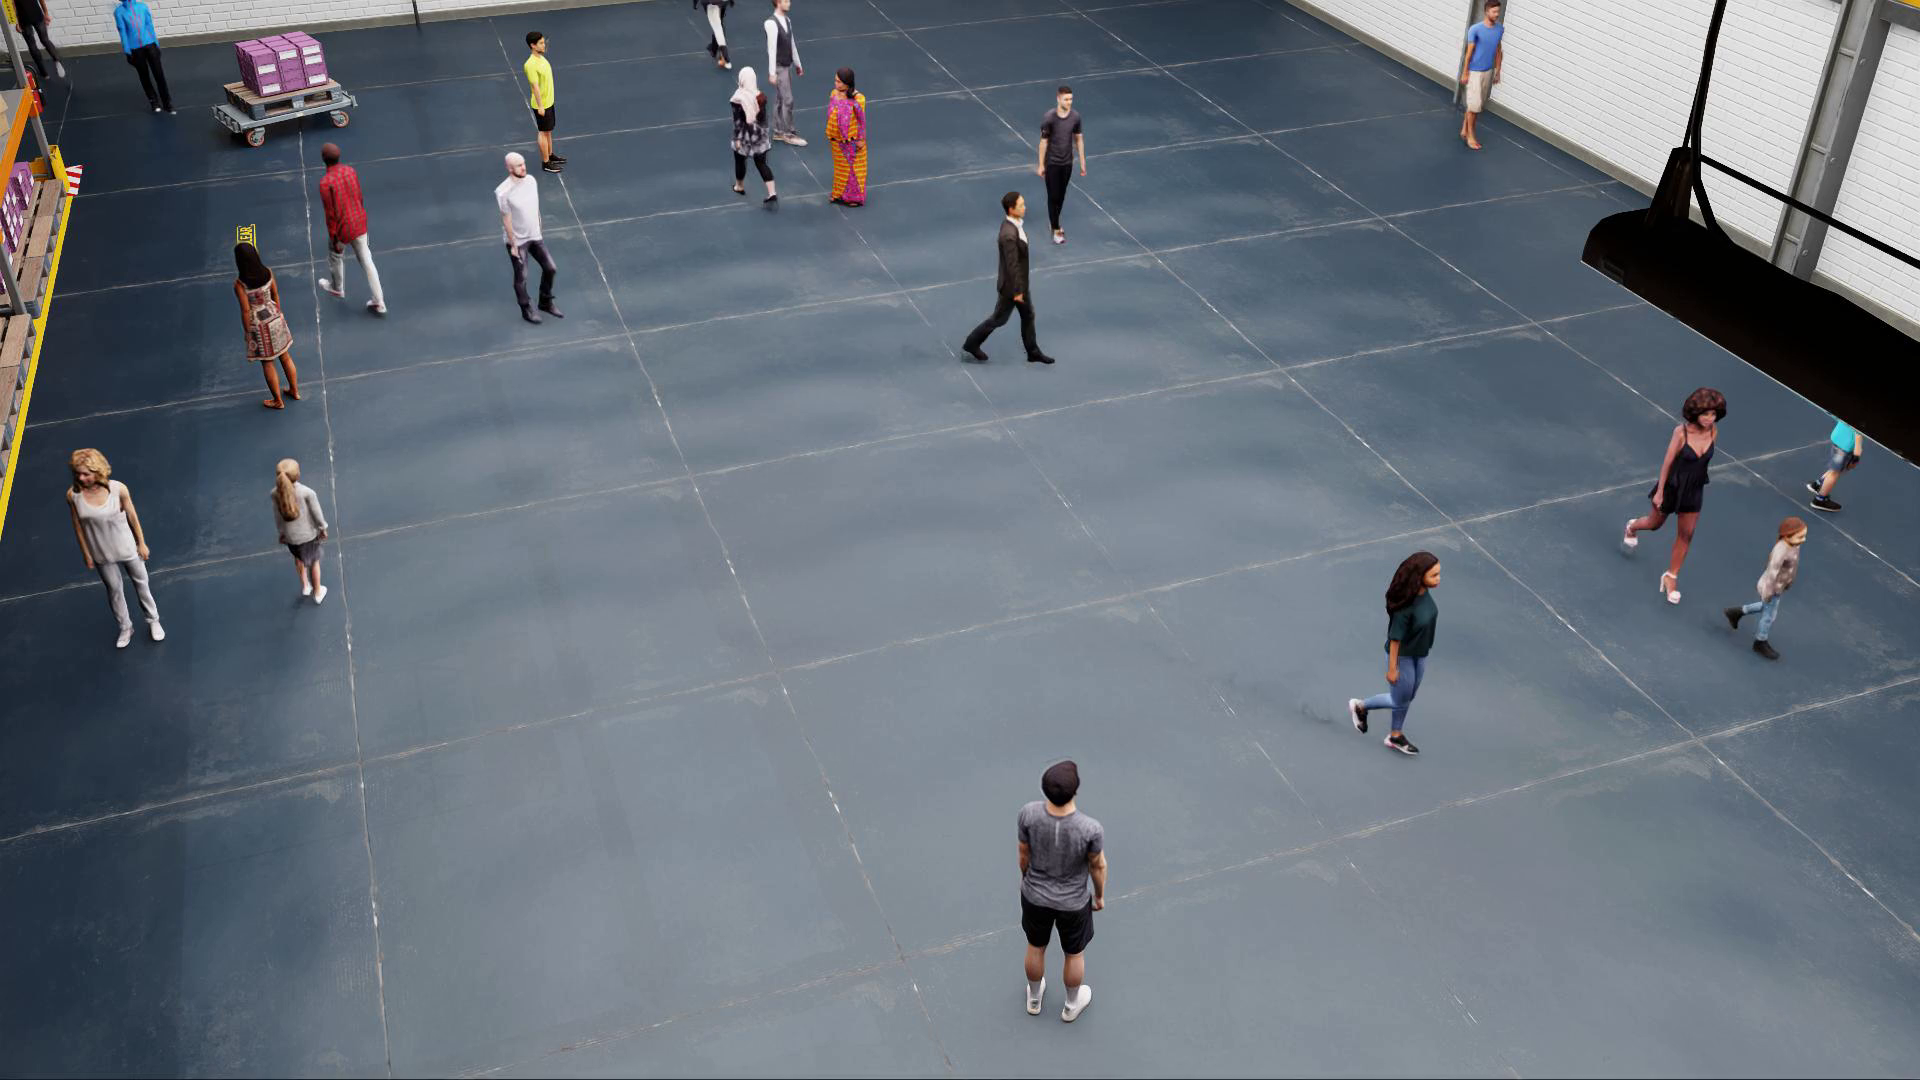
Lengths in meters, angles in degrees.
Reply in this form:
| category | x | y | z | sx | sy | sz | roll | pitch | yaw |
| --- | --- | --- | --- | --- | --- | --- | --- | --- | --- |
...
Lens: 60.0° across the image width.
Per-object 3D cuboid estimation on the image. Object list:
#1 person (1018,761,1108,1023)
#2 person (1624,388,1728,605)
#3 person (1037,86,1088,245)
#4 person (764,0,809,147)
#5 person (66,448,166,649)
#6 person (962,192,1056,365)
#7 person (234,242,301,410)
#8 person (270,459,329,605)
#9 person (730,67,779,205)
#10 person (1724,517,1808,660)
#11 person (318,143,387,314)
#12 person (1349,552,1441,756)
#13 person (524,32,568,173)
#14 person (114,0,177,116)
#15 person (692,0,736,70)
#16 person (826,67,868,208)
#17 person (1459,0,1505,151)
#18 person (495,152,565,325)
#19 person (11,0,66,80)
| category | x | y | z | sx | sy | sz | roll | pitch | yaw |
| --- | --- | --- | --- | --- | --- | --- | --- | --- | --- |
| person | 0.542 | 1.972 | 9.308 | 0.739 | 1.871 | 0.768 | 10 | 35 | 15 |
| person | 5.574 | -0.413 | 12.995 | 0.720 | 1.762 | 1.110 | -5 | 34 | -7 |
| person | 1.096 | -4.300 | 18.858 | 0.685 | 1.745 | 0.880 | -12 | 36 | -18 |
| person | -2.369 | -6.071 | 21.356 | 0.962 | 1.930 | 0.904 | 11 | 35 | 16 |
| person | -6.306 | 0.031 | 12.408 | 0.590 | 1.672 | 0.539 | -10 | 35 | -15 |
| person | 0.414 | -2.498 | 16.129 | 1.130 | 1.766 | 1.212 | 6 | 34 | 9 |
| person | -6.483 | -2.011 | 15.505 | 0.761 | 1.645 | 0.715 | 16 | 37 | 23 |
| person | -5.125 | -0.040 | 12.880 | 0.608 | 1.268 | 0.648 | 0 | 34 | 0 |
| person | -2.408 | -4.725 | 19.634 | 0.853 | 1.594 | 1.170 | -25 | 41 | -33 |
| person | 6.049 | 0.309 | 12.431 | 0.791 | 1.184 | 0.661 | 27 | 42 | 35 |
| person | -6.250 | -3.181 | 17.144 | 1.276 | 1.779 | 1.124 | 21 | 39 | 28 |
| person | 2.978 | 0.753 | 11.377 | 0.892 | 1.611 | 0.799 | 24 | 40 | 31 |
| person | -5.186 | -5.452 | 20.624 | 0.744 | 1.709 | 0.591 | 0 | 34 | 0 |
| person | -11.006 | -6.615 | 22.320 | 0.787 | 1.767 | 1.003 | -21 | 39 | -29 |
| person | -3.472 | -7.707 | 23.885 | 0.910 | 1.854 | 1.171 | -21 | 39 | -28 |
| person | -1.333 | -4.797 | 19.656 | 0.764 | 1.690 | 0.836 | 21 | 39 | 28 |
| person | 6.624 | -6.043 | 21.387 | 0.640 | 1.848 | 0.861 | -12 | 35 | -18 |
| person | -4.509 | -3.095 | 16.980 | 0.825 | 1.816 | 0.797 | 25 | 41 | 32 |
| person | -13.050 | -7.353 | 23.387 | 1.021 | 1.816 | 0.876 | 27 | 42 | 34 |
